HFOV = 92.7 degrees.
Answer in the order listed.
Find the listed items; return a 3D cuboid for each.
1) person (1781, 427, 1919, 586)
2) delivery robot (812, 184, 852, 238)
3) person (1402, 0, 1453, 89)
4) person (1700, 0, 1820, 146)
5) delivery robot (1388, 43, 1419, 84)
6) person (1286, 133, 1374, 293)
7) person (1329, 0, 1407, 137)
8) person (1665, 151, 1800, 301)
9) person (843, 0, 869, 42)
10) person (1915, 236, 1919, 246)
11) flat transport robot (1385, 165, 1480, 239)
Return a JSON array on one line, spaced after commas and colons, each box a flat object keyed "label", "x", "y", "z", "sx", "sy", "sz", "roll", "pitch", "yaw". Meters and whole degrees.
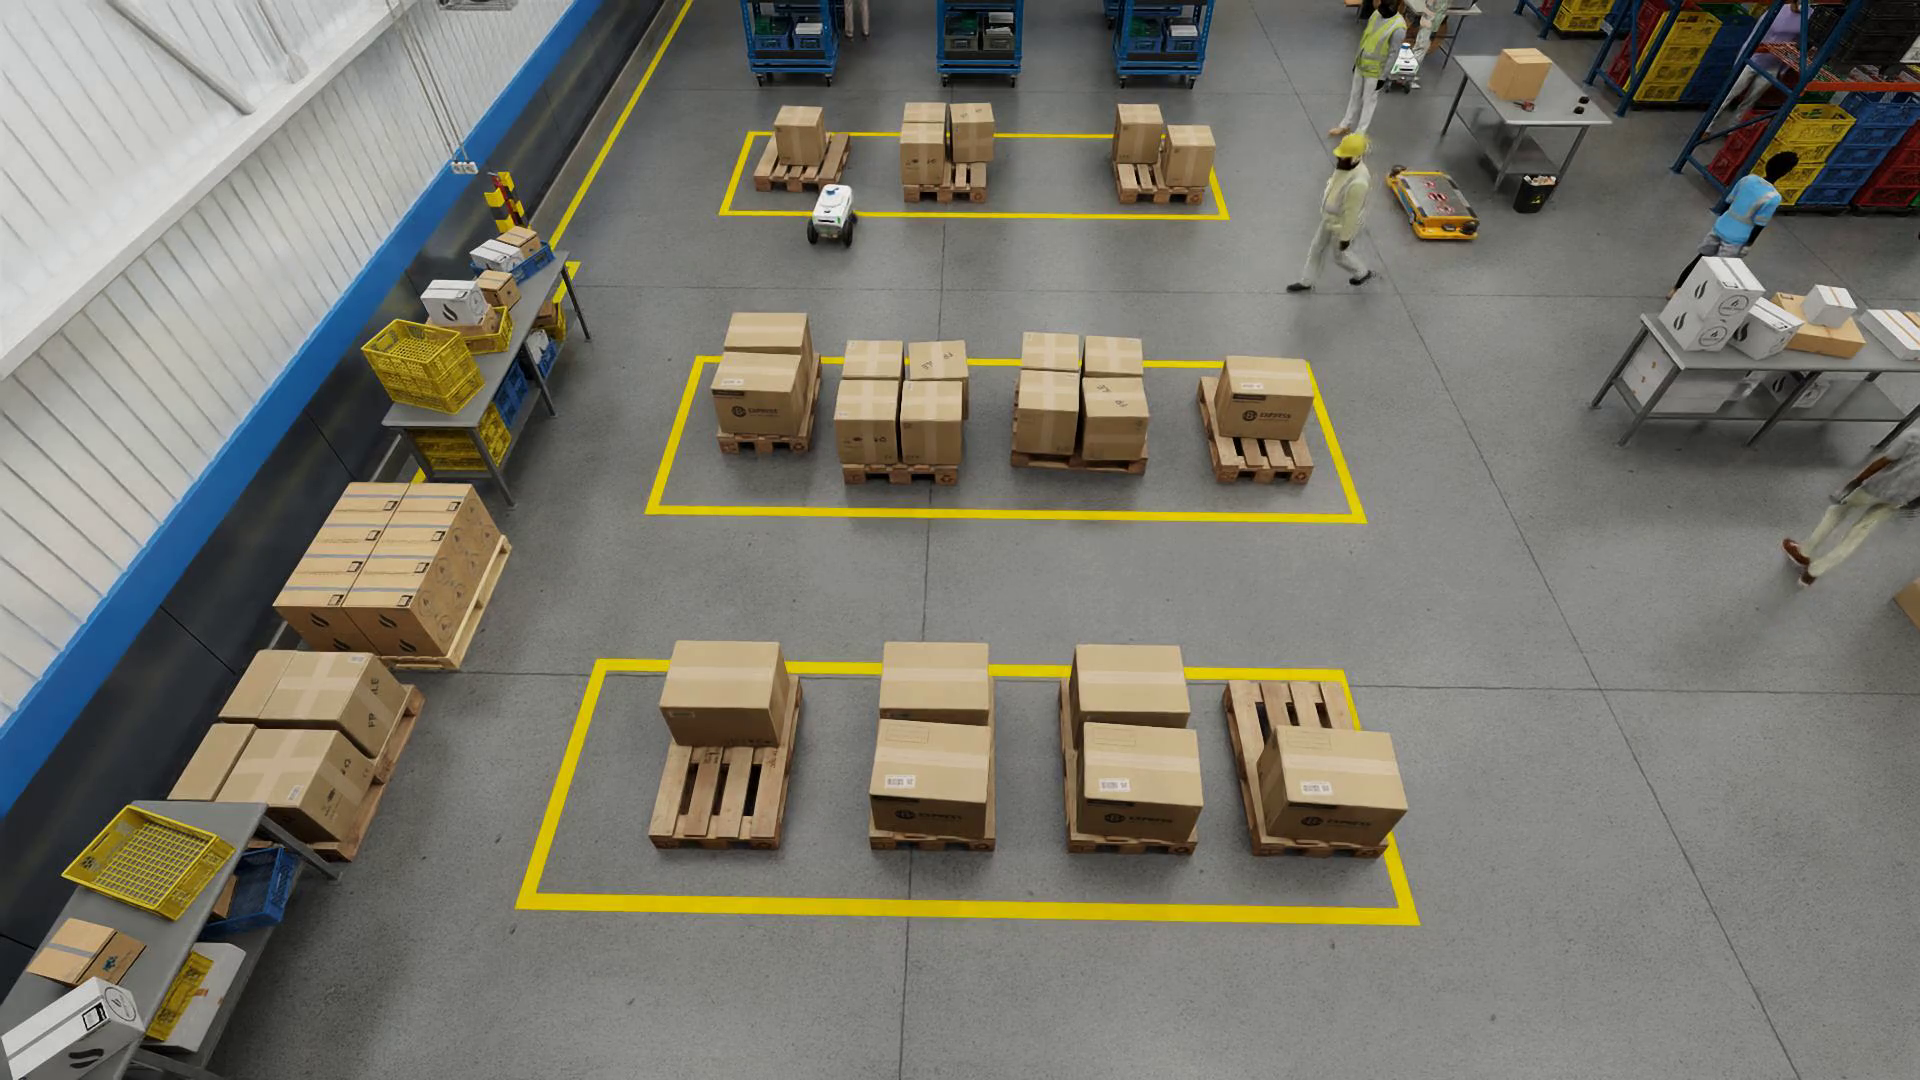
[{"label": "person", "x": 6.878, "y": -0.385, "z": 6.813, "sx": 0.579, "sy": 1.851, "sz": 0.517, "roll": 17, "pitch": 51, "yaw": 14}, {"label": "delivery robot", "x": -1.477, "y": -3.843, "z": 10.595, "sx": 0.477, "sy": 0.478, "sz": 0.707, "roll": 4, "pitch": 49, "yaw": 3}, {"label": "person", "x": 6.621, "y": -7.241, "z": 12.889, "sx": 0.319, "sy": 1.631, "sz": 0.527, "roll": 8, "pitch": 50, "yaw": 7}, {"label": "person", "x": 10.163, "y": -6.014, "z": 11.631, "sx": 0.635, "sy": 1.932, "sz": 0.372, "roll": 13, "pitch": 50, "yaw": 11}, {"label": "delivery robot", "x": 6.373, "y": -6.919, "z": 13.258, "sx": 0.477, "sy": 0.478, "sz": 0.707, "roll": 4, "pitch": 49, "yaw": 4}, {"label": "person", "x": 3.994, "y": -3.284, "z": 9.372, "sx": 0.773, "sy": 1.788, "sz": 0.599, "roll": -3, "pitch": 49, "yaw": -2}, {"label": "person", "x": 5.226, "y": -5.997, "z": 11.676, "sx": 0.430, "sy": 1.840, "sz": 0.626, "roll": -13, "pitch": 50, "yaw": -11}, {"label": "person", "x": 7.797, "y": -3.081, "z": 9.244, "sx": 0.316, "sy": 1.696, "sz": 0.541, "roll": -3, "pitch": 49, "yaw": -3}, {"label": "person", "x": -1.610, "y": -8.659, "z": 13.892, "sx": 0.625, "sy": 1.979, "sz": 0.411, "roll": -20, "pitch": 52, "yaw": -16}, {"label": "person", "x": 11.239, "y": -3.935, "z": 9.874, "sx": 0.583, "sy": 1.890, "sz": 0.439, "roll": 10, "pitch": 50, "yaw": 8}, {"label": "flat transport robot", "x": 5.692, "y": -4.094, "z": 11.059, "sx": 0.652, "sy": 0.197, "sz": 1.431, "roll": 1, "pitch": 49, "yaw": 1}]
